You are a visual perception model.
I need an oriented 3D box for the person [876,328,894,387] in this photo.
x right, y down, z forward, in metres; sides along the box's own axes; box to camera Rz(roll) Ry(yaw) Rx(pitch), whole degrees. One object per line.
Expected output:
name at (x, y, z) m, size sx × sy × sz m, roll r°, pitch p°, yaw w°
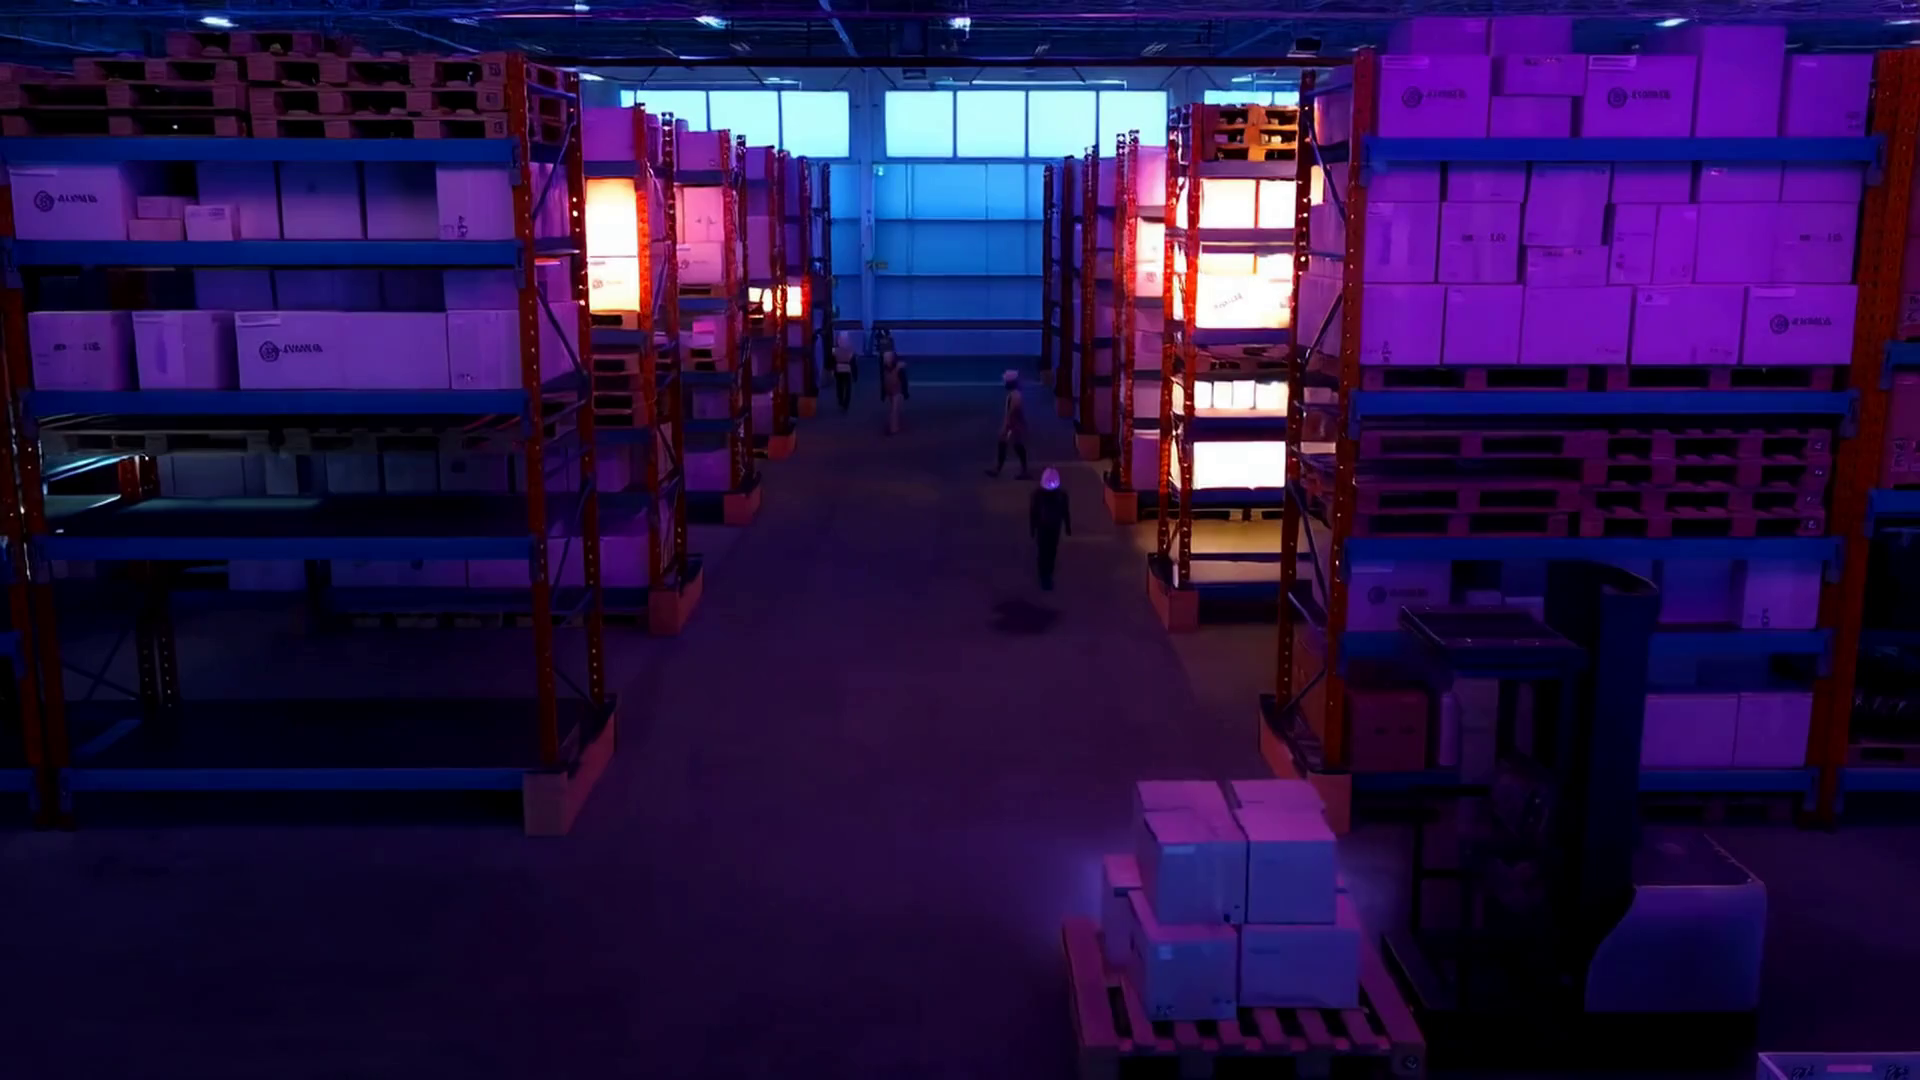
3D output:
person at (-2.045, -5.002, 45.588) m, size 0.497 × 1.636 × 0.286 m, roll 0°, pitch 11°, yaw 2°

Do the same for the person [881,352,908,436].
person at (-1.393, -3.201, 36.217) m, size 0.629 × 1.817 × 0.713 m, roll 8°, pitch 14°, yaw 34°

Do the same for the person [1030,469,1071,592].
person at (1.181, -0.127, 21.542) m, size 0.504 × 1.586 × 0.856 m, roll -2°, pitch 12°, yaw -11°

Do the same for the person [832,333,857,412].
person at (-2.798, -4.074, 40.370) m, size 0.617 × 1.877 × 0.920 m, roll 0°, pitch 11°, yaw -2°

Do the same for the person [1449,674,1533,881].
person at (3.890, 1.610, 12.161) m, size 0.406 × 1.902 × 0.639 m, roll -10°, pitch 15°, yaw -41°

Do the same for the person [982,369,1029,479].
person at (0.834, -2.093, 30.238) m, size 0.953 × 2.004 × 0.641 m, roll -1°, pitch 12°, yaw -7°

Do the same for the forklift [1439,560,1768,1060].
forklift at (3.746, 1.563, 9.952) m, size 1.873 × 2.768 × 1.129 m, roll 0°, pitch 11°, yaw -1°
